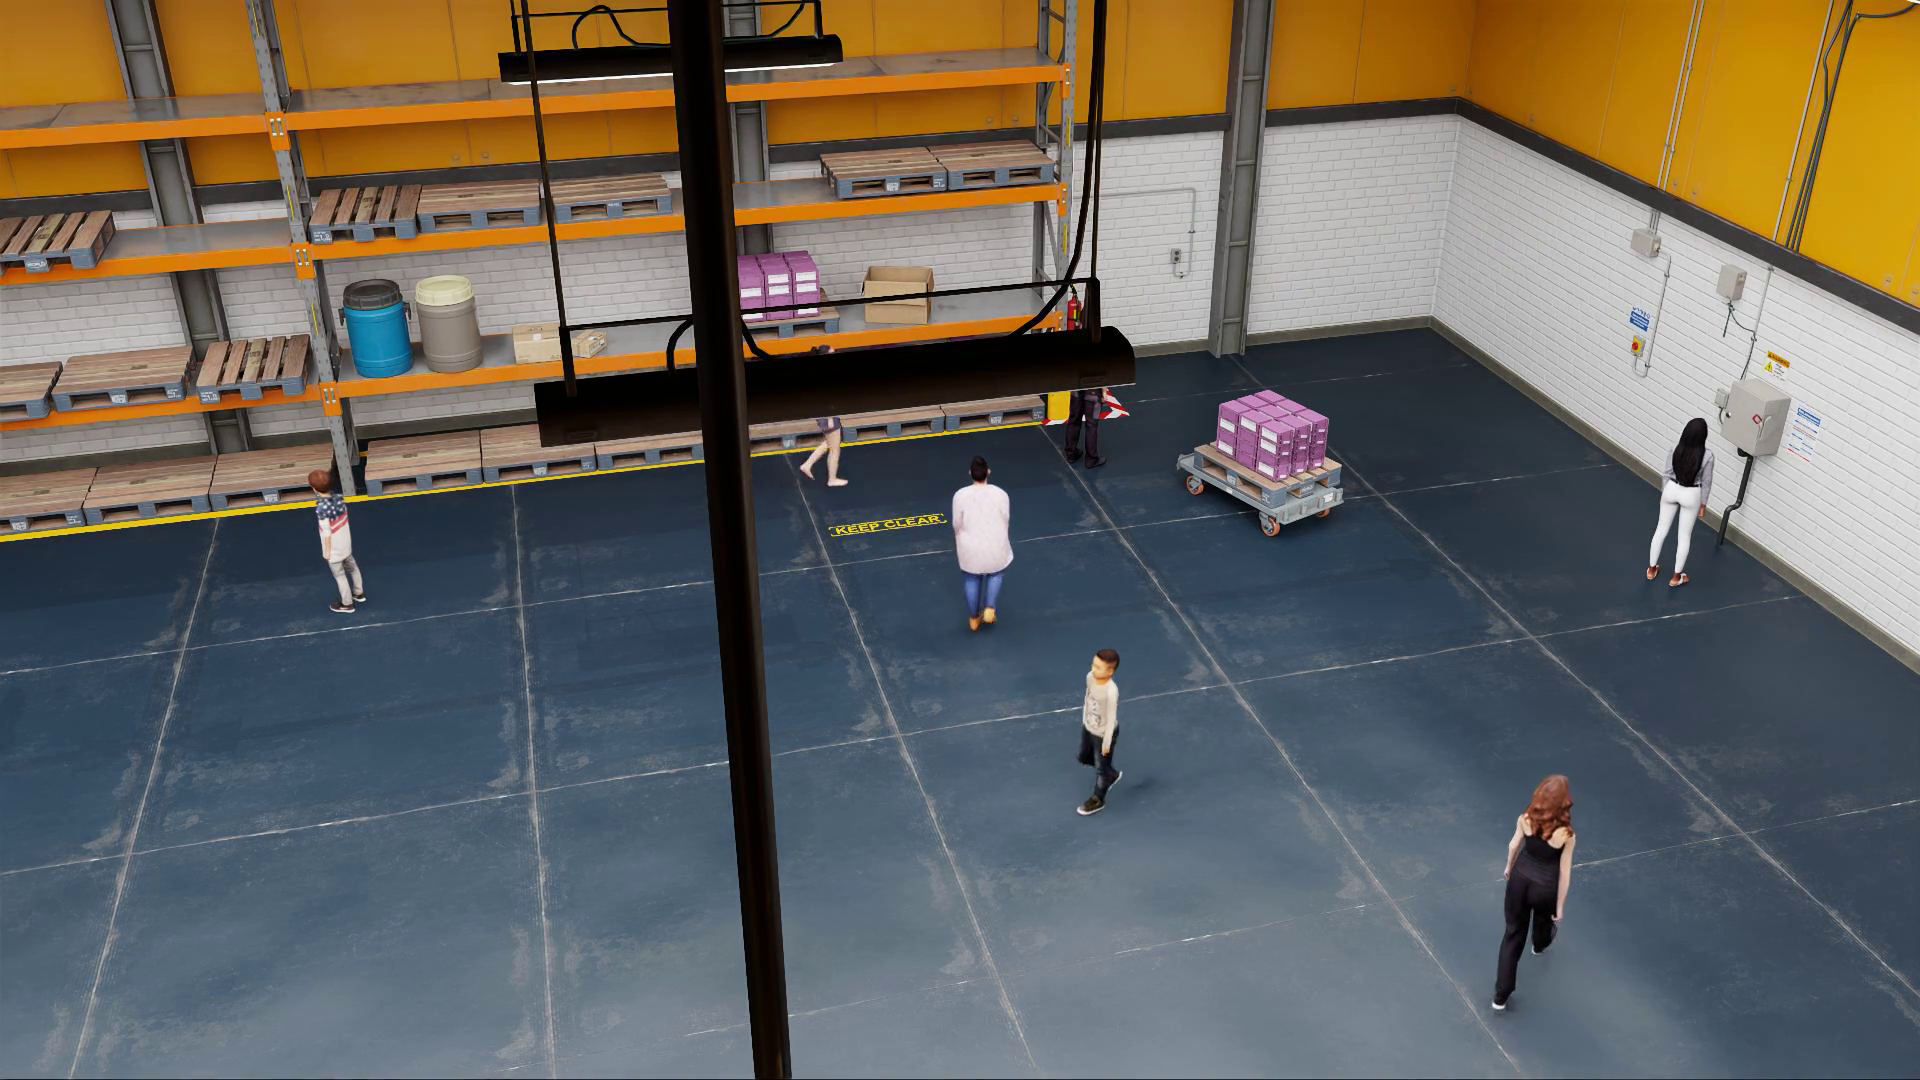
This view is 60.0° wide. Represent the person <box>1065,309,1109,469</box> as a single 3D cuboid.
[{"bbox_3d":[1.376,-1.681,18.142,0.750,1.848,0.779,20,35,32],"label":"person"}]

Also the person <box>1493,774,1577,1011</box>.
[{"bbox_3d":[3.730,2.345,10.922,1.059,1.695,1.183,19,34,31],"label":"person"}]

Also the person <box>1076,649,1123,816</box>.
[{"bbox_3d":[1.137,1.449,12.813,0.743,1.457,0.655,-15,32,-26],"label":"person"}]

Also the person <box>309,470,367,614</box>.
[{"bbox_3d":[-5.816,-0.010,15.506,0.608,1.438,0.588,7,29,13],"label":"person"}]

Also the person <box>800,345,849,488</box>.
[{"bbox_3d":[-1.484,-1.297,17.663,0.719,1.634,0.595,-8,30,-14],"label":"person"}]

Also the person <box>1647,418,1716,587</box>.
[{"bbox_3d":[6.899,-0.384,15.893,0.677,1.725,0.698,23,36,35],"label":"person"}]

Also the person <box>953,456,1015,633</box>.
[{"bbox_3d":[0.188,0.068,15.059,0.766,1.730,0.883,4,29,7],"label":"person"}]
